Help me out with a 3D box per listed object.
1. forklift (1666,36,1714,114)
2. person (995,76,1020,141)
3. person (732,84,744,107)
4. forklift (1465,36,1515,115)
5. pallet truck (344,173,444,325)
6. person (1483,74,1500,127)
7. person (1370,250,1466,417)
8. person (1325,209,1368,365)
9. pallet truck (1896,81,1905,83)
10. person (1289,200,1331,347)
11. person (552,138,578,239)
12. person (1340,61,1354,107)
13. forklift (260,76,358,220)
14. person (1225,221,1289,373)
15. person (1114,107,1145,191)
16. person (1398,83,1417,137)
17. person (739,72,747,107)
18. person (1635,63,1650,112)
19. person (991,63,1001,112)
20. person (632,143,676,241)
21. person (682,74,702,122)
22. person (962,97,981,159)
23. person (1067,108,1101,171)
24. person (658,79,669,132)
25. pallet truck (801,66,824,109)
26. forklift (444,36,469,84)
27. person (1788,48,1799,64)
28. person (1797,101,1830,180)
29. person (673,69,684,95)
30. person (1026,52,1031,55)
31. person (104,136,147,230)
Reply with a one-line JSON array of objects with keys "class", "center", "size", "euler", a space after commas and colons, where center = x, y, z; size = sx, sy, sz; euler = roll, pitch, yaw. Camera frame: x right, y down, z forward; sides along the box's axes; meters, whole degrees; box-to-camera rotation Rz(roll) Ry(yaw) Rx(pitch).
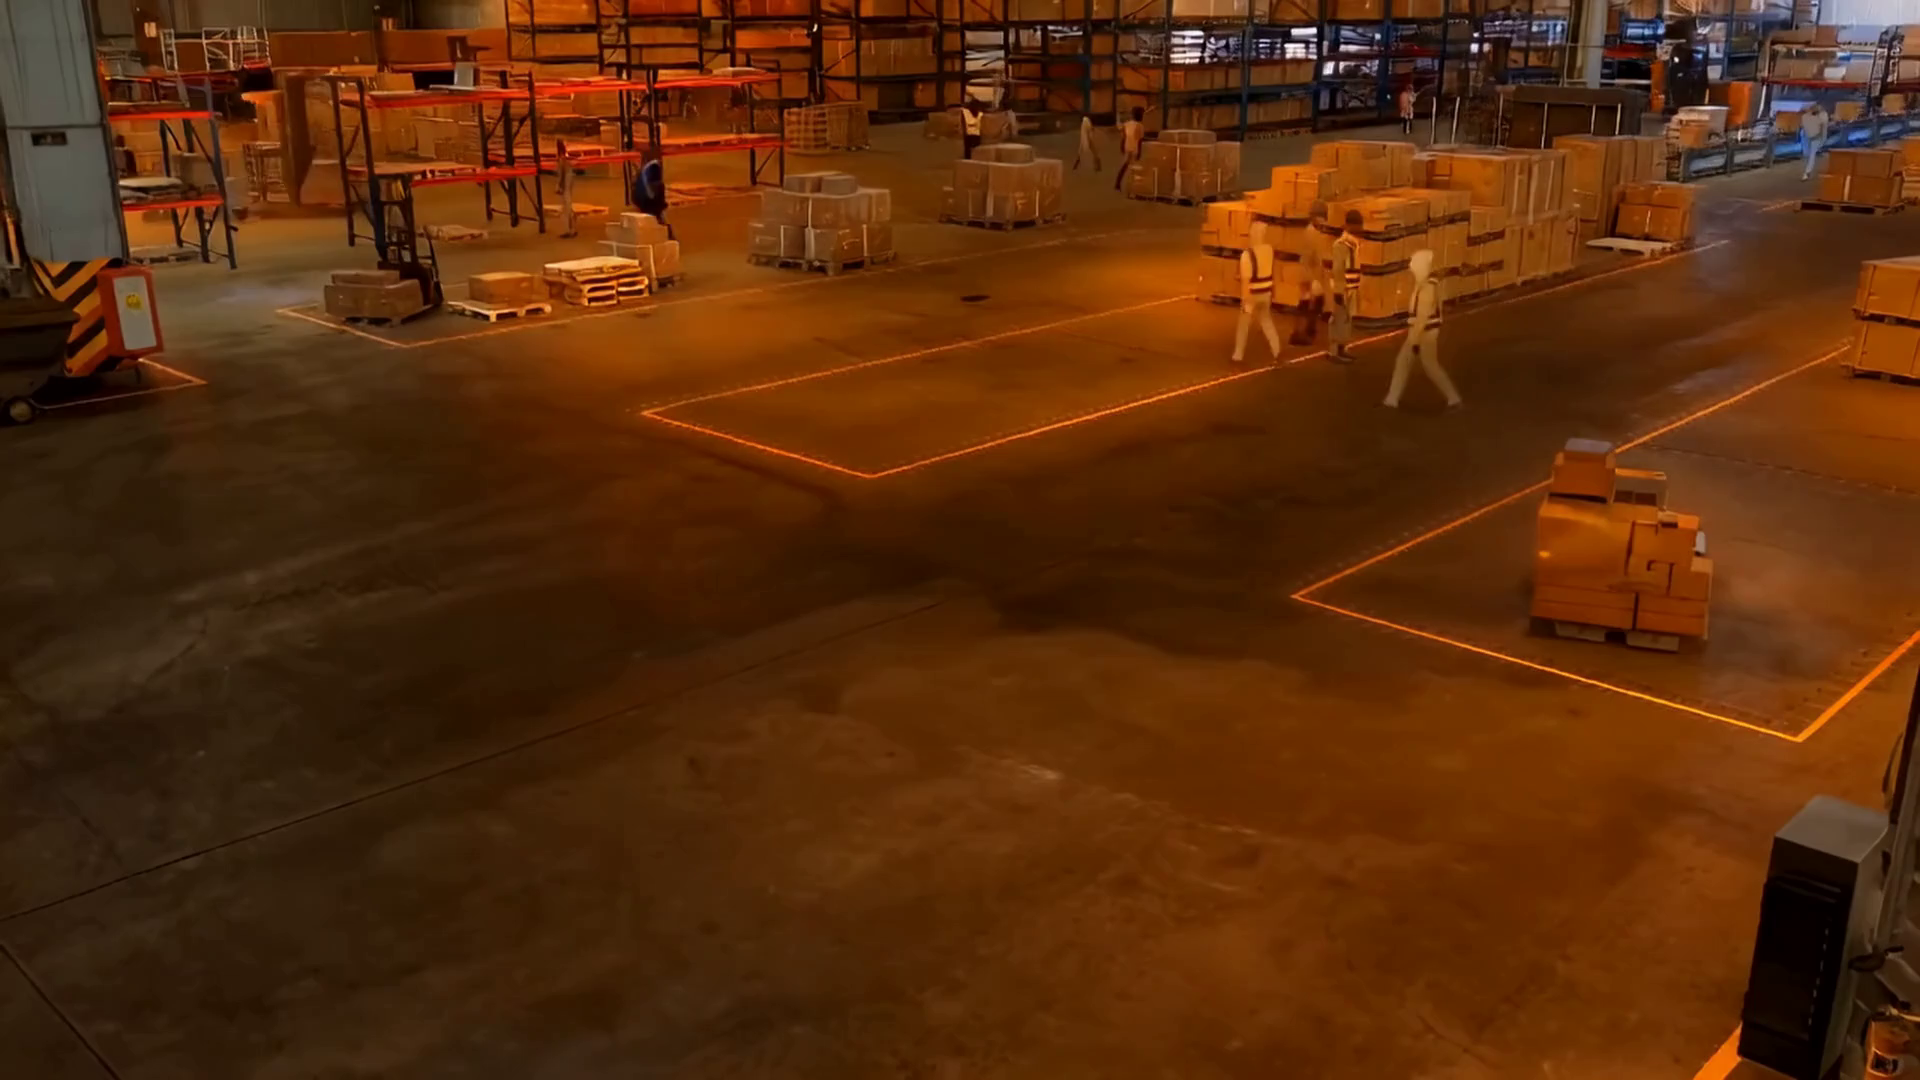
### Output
[{"class": "forklift", "center": [27.341, -17.291, 61.877], "size": [1.129, 2.768, 1.873], "euler": [17, 25, 41]}, {"class": "person", "center": [1.450, -13.257, 51.177], "size": [0.745, 1.949, 0.639], "euler": [-7, 20, -20]}, {"class": "person", "center": [-6.767, -13.218, 51.138], "size": [0.994, 1.892, 0.656], "euler": [5, 19, 16]}, {"class": "forklift", "center": [19.973, -17.201, 61.605], "size": [1.873, 2.768, 1.129], "euler": [16, 24, 40]}, {"class": "pallet truck", "center": [-8.209, -4.181, 23.757], "size": [0.823, 1.965, 1.885], "euler": [3, 19, 9]}, {"class": "person", "center": [18.070, -14.926, 56.519], "size": [0.528, 1.750, 0.524], "euler": [0, 18, 1]}, {"class": "person", "center": [5.124, -2.260, 18.238], "size": [0.993, 1.840, 0.584], "euler": [2, 19, 7]}, {"class": "person", "center": [4.840, -3.169, 20.811], "size": [0.415, 1.940, 0.601], "euler": [11, 21, 29]}, {"class": "pallet truck", "center": [34.802, -16.331, 61.455], "size": [0.653, 1.274, 1.630], "euler": [17, 25, 41]}, {"class": "person", "center": [4.633, -3.471, 21.753], "size": [0.607, 1.917, 0.562], "euler": [8, 20, 24]}, {"class": "person", "center": [-7.453, -6.619, 31.328], "size": [0.334, 1.861, 0.497], "euler": [0, 18, -1]}, {"class": "person", "center": [14.605, -17.193, 63.113], "size": [0.842, 1.907, 0.547], "euler": [13, 22, 33]}, {"class": "forklift", "center": [-13.464, -8.053, 34.044], "size": [1.873, 2.768, 1.129], "euler": [-6, 19, -18]}, {"class": "person", "center": [3.680, -2.970, 20.357], "size": [0.576, 1.849, 0.923], "euler": [-10, 21, -27]}, {"class": "person", "center": [3.963, -9.076, 38.620], "size": [0.636, 1.929, 0.897], "euler": [16, 24, 40]}, {"class": "person", "center": [14.130, -13.580, 52.578], "size": [0.539, 1.683, 0.369], "euler": [5, 19, 16]}, {"class": "person", "center": [-7.229, -14.654, 55.431], "size": [0.391, 1.929, 0.551], "euler": [-7, 20, -20]}, {"class": "person", "center": [25.708, -17.057, 62.768], "size": [0.985, 1.867, 0.636], "euler": [-13, 23, -35]}, {"class": "person", "center": [1.337, -16.360, 60.545], "size": [0.372, 1.940, 0.630], "euler": [2, 19, 7]}, {"class": "person", "center": [-5.421, -5.960, 29.052], "size": [1.044, 2.000, 0.693], "euler": [-4, 19, -13]}, {"class": "person", "center": [-9.458, -15.544, 58.503], "size": [0.805, 1.670, 0.525], "euler": [14, 23, 35]}, {"class": "person", "center": [0.292, -10.214, 42.057], "size": [0.391, 1.920, 0.593], "euler": [17, 25, 41]}, {"class": "person", "center": [3.256, -10.327, 42.915], "size": [0.879, 1.586, 0.524], "euler": [6, 19, 16]}, {"class": "person", "center": [-9.738, -14.194, 54.394], "size": [0.315, 1.696, 0.541], "euler": [5, 19, 14]}, {"class": "pallet truck", "center": [-4.812, -15.182, 56.903], "size": [0.823, 1.965, 1.885], "euler": [-9, 21, -26]}, {"class": "forklift", "center": [-18.776, -17.499, 62.503], "size": [1.129, 2.768, 1.873], "euler": [17, 25, 41]}, {"class": "person", "center": [42.034, -24.098, 83.853], "size": [0.690, 1.943, 0.500], "euler": [-11, 21, -29]}, {"class": "person", "center": [21.053, -9.874, 41.071], "size": [0.619, 1.892, 0.660], "euler": [-15, 24, -38]}, {"class": "person", "center": [-10.585, -17.027, 63.075], "size": [0.536, 1.593, 0.835], "euler": [13, 23, 35]}, {"class": "person", "center": [3.275, -22.298, 78.749], "size": [0.510, 1.727, 0.424], "euler": [-15, 24, -39]}, {"class": "person", "center": [-16.419, -7.003, 32.598], "size": [0.628, 1.794, 0.963], "euler": [-1, 18, -3]}]
